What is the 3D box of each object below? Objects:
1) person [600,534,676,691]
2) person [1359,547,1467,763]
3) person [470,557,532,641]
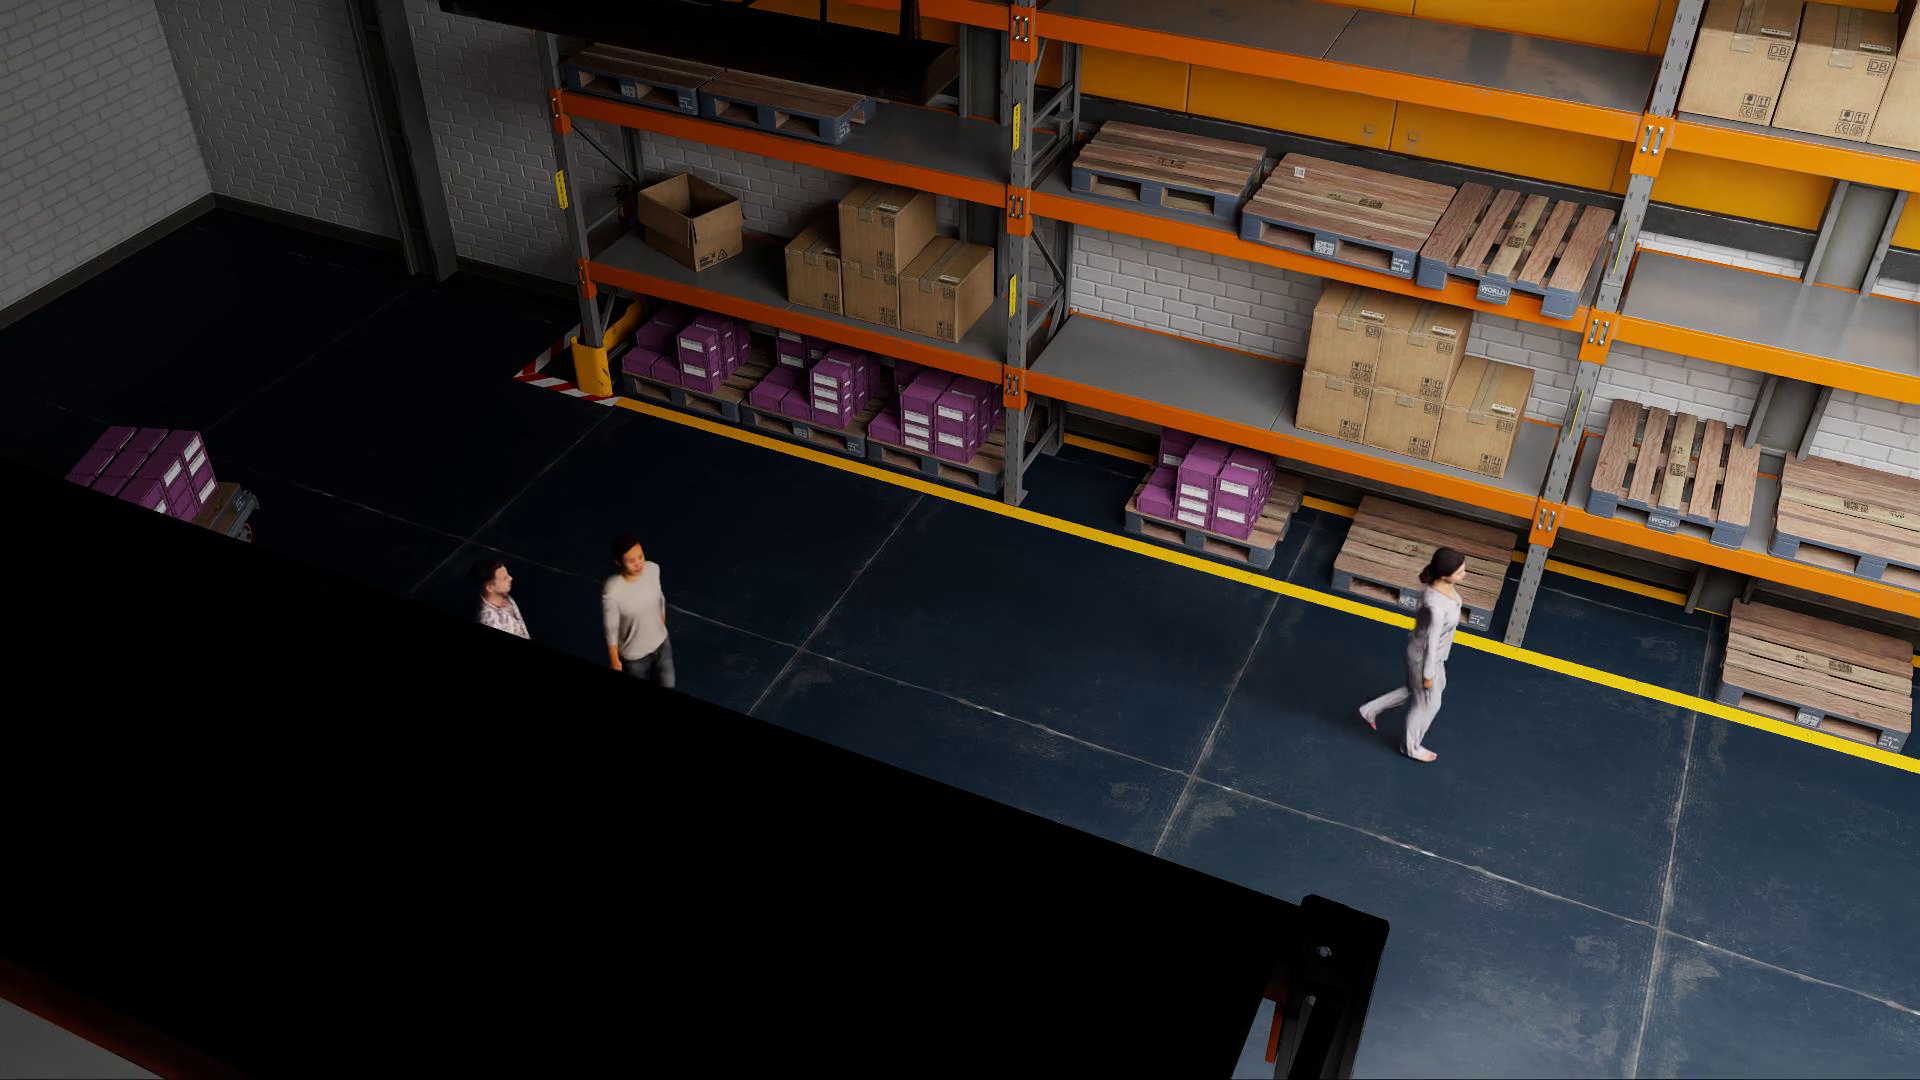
[{"bbox_3d":[-2.146,0.656,10.869,1.110,1.790,0.832,27,46,30],"label":"person"},{"bbox_3d":[2.951,0.732,10.799,0.817,1.757,0.663,11,40,13],"label":"person"},{"bbox_3d":[-2.951,0.846,10.627,1.128,1.795,0.984,-4,39,-6],"label":"person"}]
